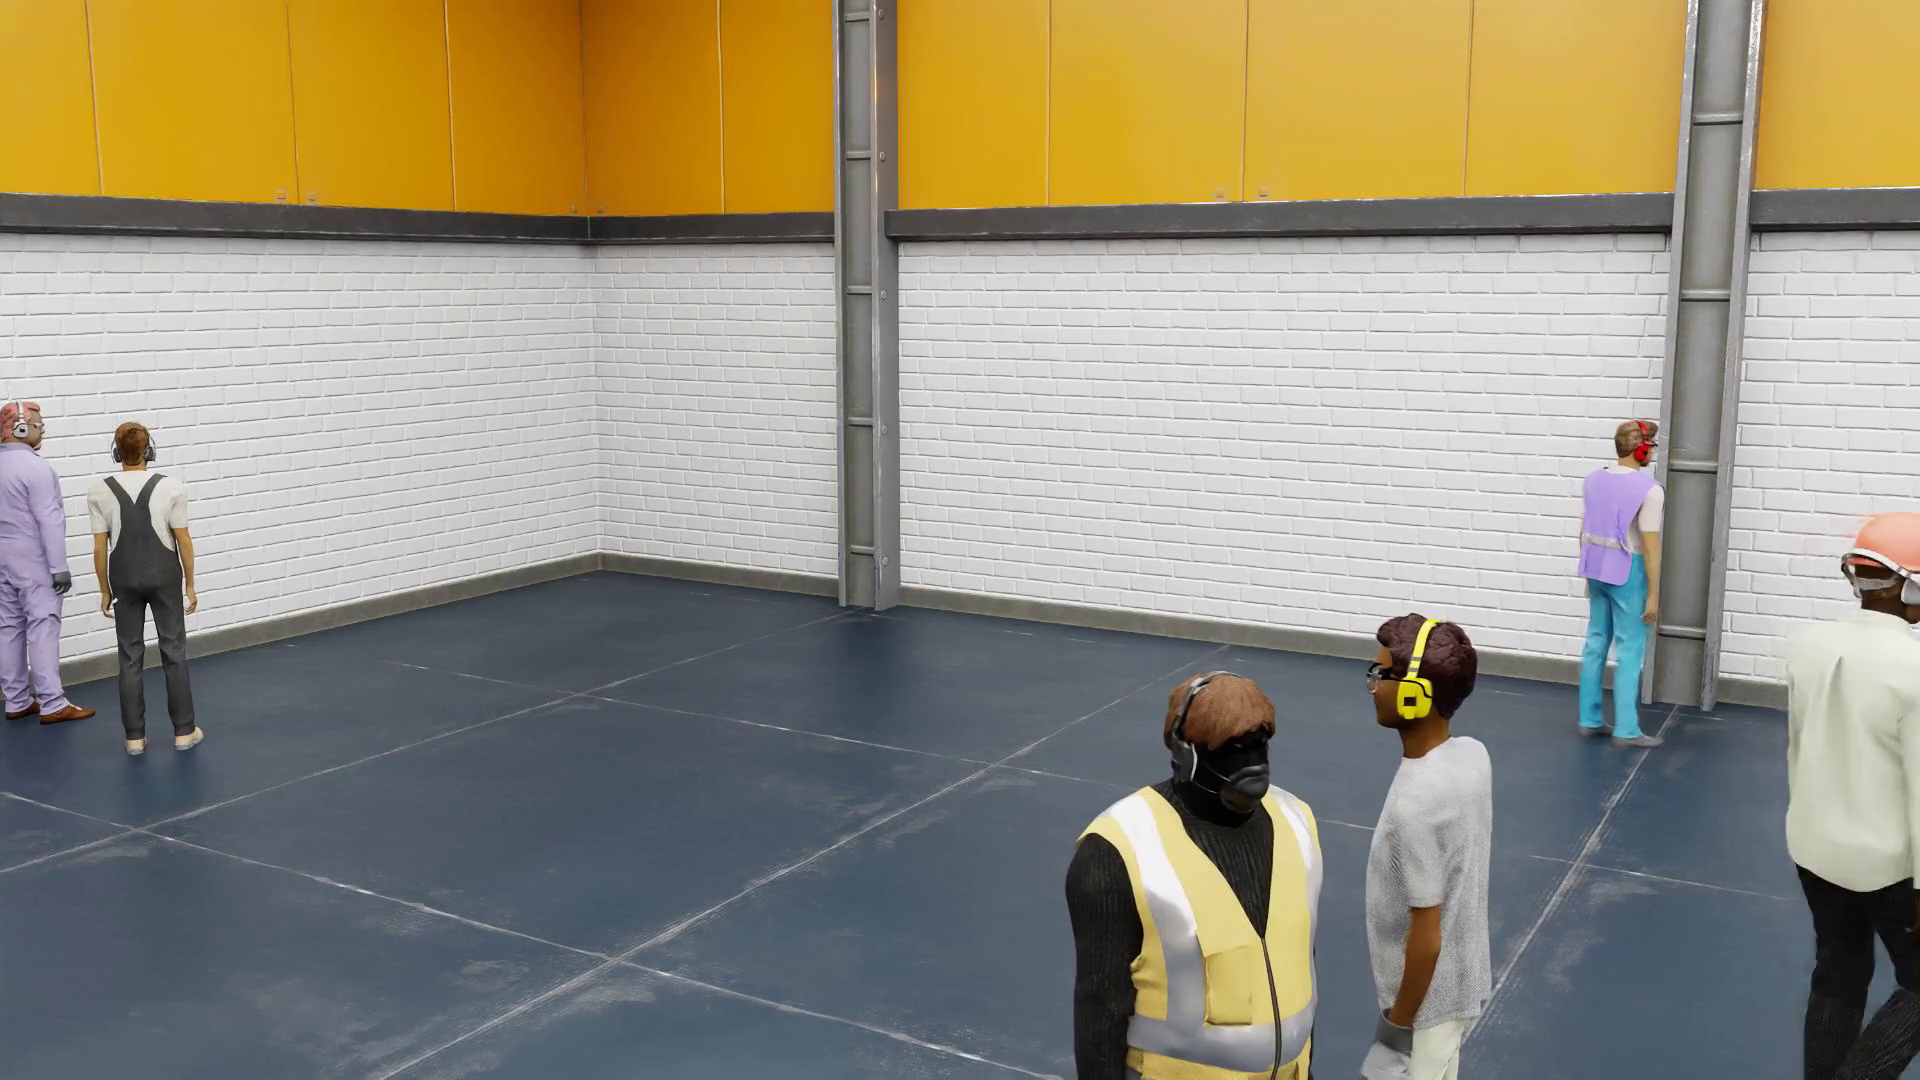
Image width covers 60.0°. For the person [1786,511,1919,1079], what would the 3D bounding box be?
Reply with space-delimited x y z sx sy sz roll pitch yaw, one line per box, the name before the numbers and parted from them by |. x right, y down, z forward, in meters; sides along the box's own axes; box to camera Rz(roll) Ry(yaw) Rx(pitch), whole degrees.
person | 2.641 0.902 4.812 0.440 1.971 0.634 -2 9 -13

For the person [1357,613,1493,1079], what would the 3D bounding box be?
person | 1.069 1.096 3.922 0.328 1.869 0.517 5 10 29

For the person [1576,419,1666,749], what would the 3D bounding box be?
person | 3.679 0.244 9.309 0.376 1.842 0.568 -4 10 -22

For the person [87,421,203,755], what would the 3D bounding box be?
person | -4.490 0.266 9.178 0.507 1.843 0.346 -3 10 -18

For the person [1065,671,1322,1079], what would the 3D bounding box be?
person | 0.521 1.178 3.490 0.619 1.845 0.430 -5 11 -30

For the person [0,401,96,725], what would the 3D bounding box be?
person | -5.481 0.135 9.814 0.639 1.904 0.402 4 10 26
